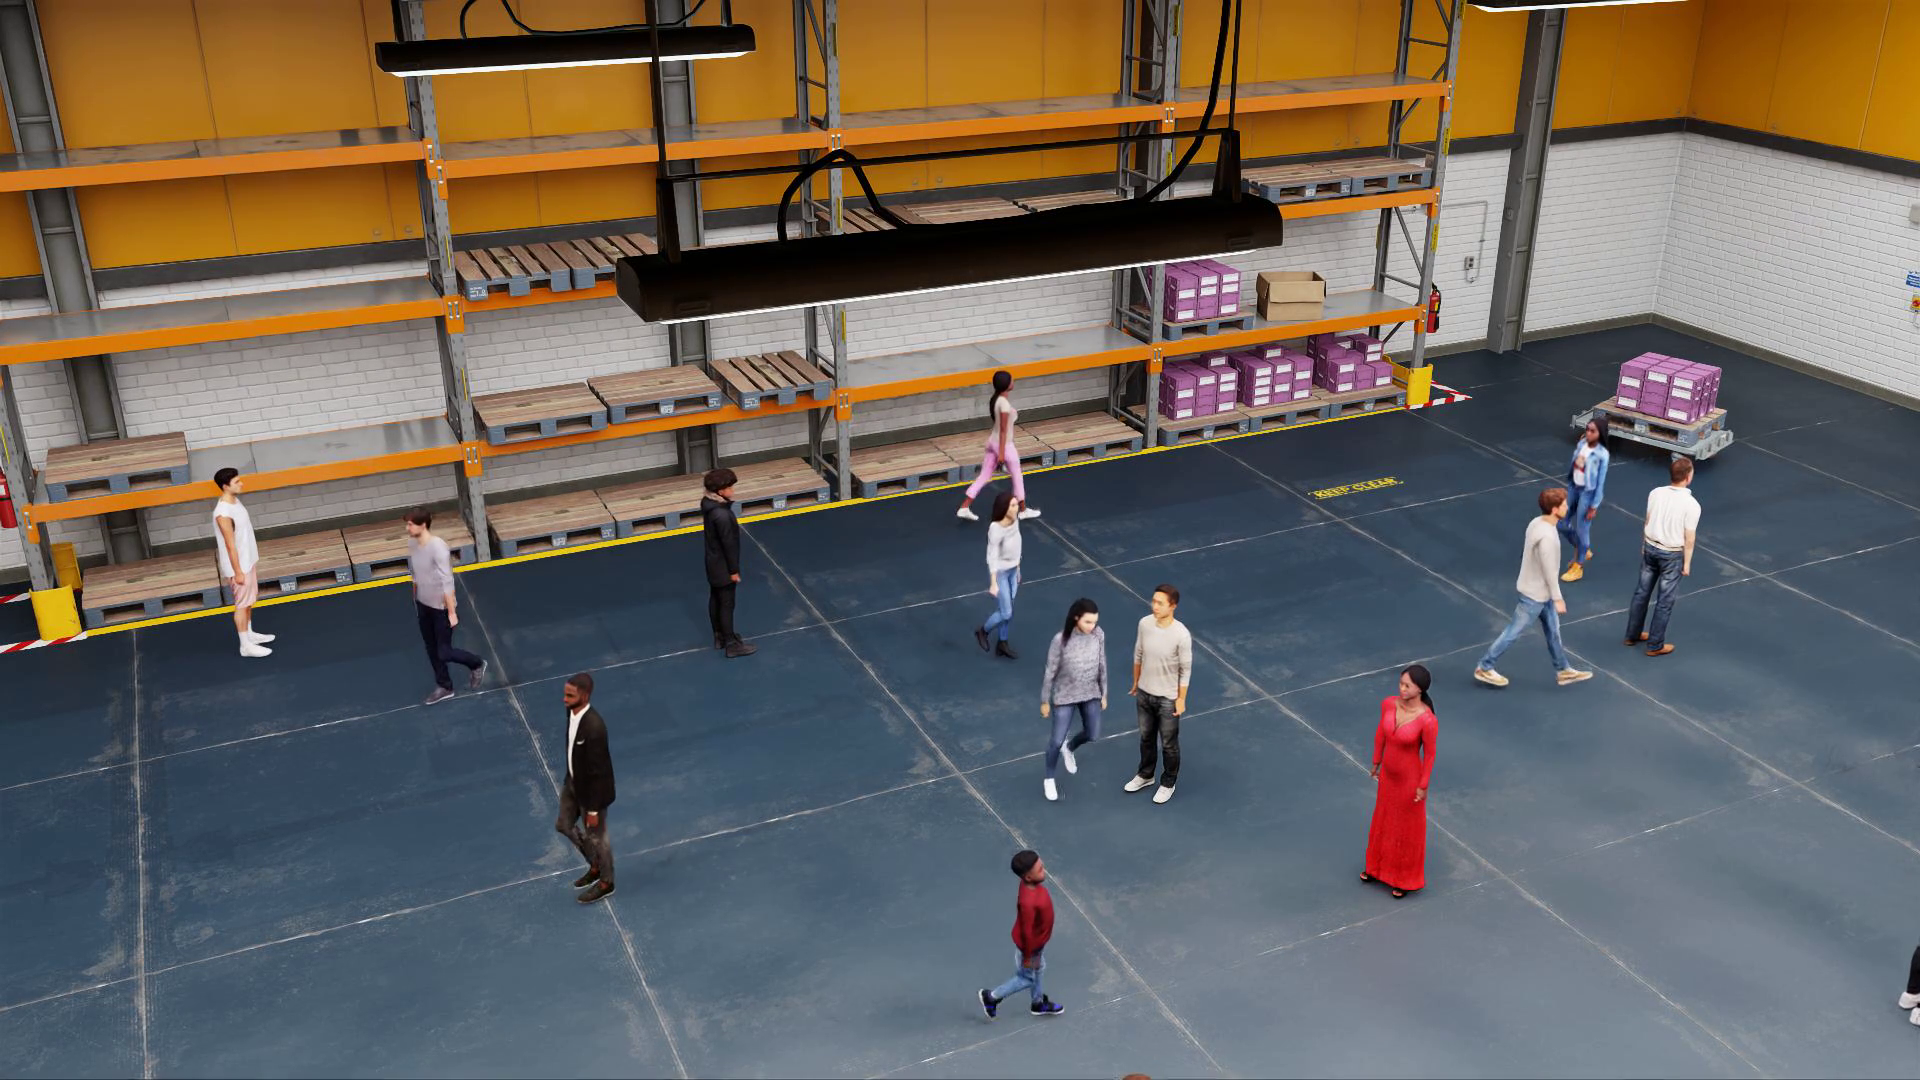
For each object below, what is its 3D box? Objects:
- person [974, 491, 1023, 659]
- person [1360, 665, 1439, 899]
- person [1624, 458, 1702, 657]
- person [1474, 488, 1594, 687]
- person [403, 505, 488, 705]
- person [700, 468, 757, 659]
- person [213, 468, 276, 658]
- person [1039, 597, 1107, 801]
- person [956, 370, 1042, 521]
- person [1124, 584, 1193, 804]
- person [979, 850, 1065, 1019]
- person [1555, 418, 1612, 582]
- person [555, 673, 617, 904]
[{"bbox_3d":[0.318,0.312,14.946,0.821,1.625,0.752,14,27,28],"label":"person"},{"bbox_3d":[3.103,1.676,11.626,0.687,1.784,0.688,-19,30,-36],"label":"person"},{"bbox_3d":[6.356,0.141,15.056,0.584,1.850,0.670,-13,27,-28],"label":"person"},{"bbox_3d":[4.869,0.460,14.327,1.276,1.849,1.178,7,25,15],"label":"person"},{"bbox_3d":[-4.389,0.536,14.181,0.875,1.828,0.941,20,31,38],"label":"person"},{"bbox_3d":[-2.154,0.202,15.011,0.600,1.773,0.627,-13,27,-27],"label":"person"},{"bbox_3d":[-6.527,0.186,15.031,0.617,1.786,0.686,-6,24,-13],"label":"person"},{"bbox_3d":[0.890,1.179,12.859,0.719,1.707,0.802,-3,24,-7],"label":"person"},{"bbox_3d":[0.340,-0.949,17.744,1.193,1.694,0.686,-8,25,-18],"label":"person"},{"bbox_3d":[1.550,1.154,12.787,0.720,1.811,0.691,20,31,38],"label":"person"},{"bbox_3d":[0.381,2.492,10.435,0.844,1.242,0.711,2,24,4],"label":"person"},{"bbox_3d":[6.255,-0.408,16.501,0.671,1.698,0.634,-9,25,-19],"label":"person"},{"bbox_3d":[-2.510,1.700,11.557,0.674,1.795,0.740,-16,28,-31],"label":"person"}]
